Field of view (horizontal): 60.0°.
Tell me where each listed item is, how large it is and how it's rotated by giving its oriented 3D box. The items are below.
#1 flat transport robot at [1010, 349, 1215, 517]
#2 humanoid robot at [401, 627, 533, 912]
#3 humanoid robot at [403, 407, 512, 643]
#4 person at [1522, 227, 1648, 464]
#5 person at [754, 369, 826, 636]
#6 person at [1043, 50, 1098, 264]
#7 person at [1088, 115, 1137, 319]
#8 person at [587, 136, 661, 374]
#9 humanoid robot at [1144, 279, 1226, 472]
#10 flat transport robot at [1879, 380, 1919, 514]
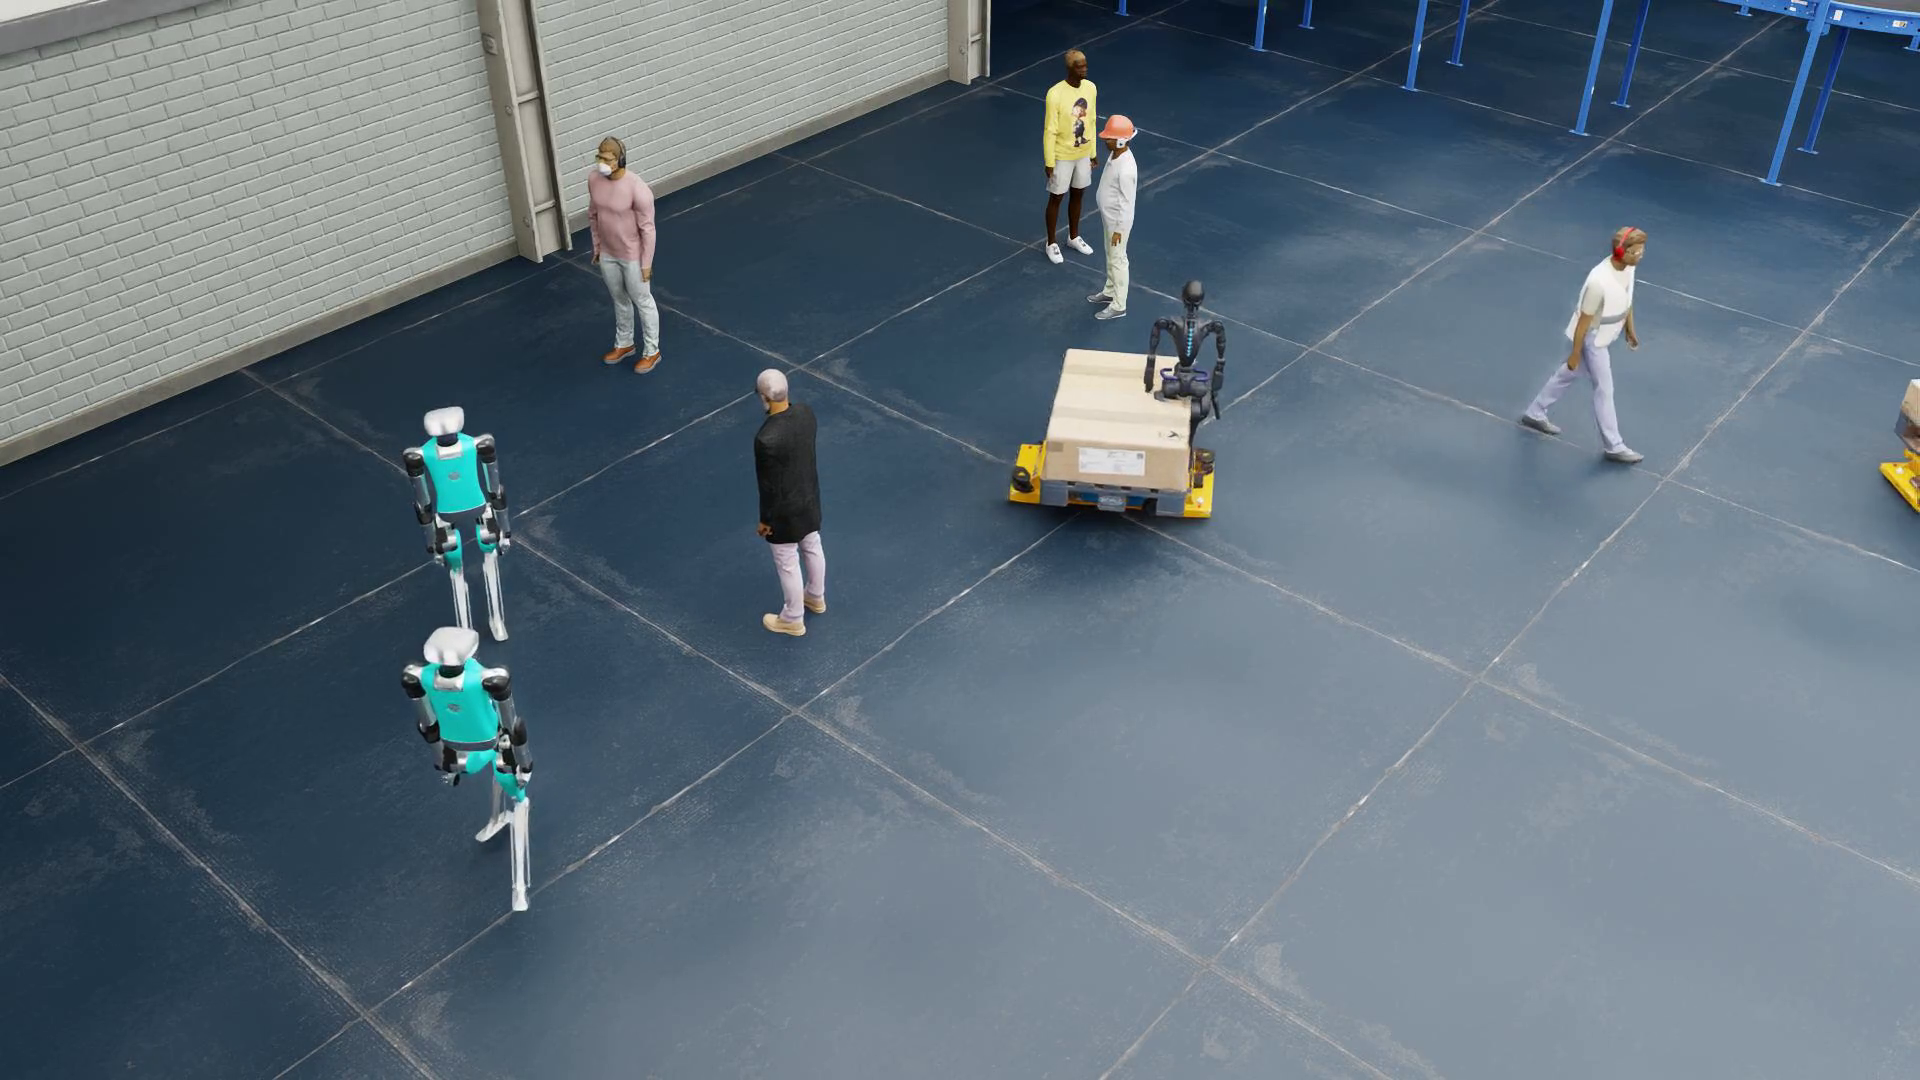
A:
[{"bbox_3d":[1.113,-0.469,12.046,1.431,0.231,0.659,5,36,8],"label":"flat transport robot"},{"bbox_3d":[-2.437,1.040,8.688,0.535,1.786,0.880,2,35,2],"label":"humanoid robot"},{"bbox_3d":[-3.056,-0.113,10.268,0.531,1.792,0.672,-12,37,-16],"label":"humanoid robot"},{"bbox_3d":[4.686,-1.455,12.110,0.975,1.788,0.587,24,42,29],"label":"person"},{"bbox_3d":[-1.062,-0.225,10.339,0.411,1.852,0.530,19,40,25],"label":"person"},{"bbox_3d":[0.978,-3.415,14.778,0.554,1.899,0.372,-20,40,-26],"label":"person"},{"bbox_3d":[1.287,-2.705,13.906,0.327,1.751,0.562,-4,36,-5],"label":"person"},{"bbox_3d":[-2.651,-2.246,13.104,0.630,1.940,0.373,19,40,25],"label":"person"},{"bbox_3d":[1.546,-1.029,11.628,0.585,1.637,0.393,1,35,1],"label":"humanoid robot"},{"bbox_3d":[7.488,-0.409,11.962,1.431,0.231,0.659,-1,35,-2],"label":"flat transport robot"}]
